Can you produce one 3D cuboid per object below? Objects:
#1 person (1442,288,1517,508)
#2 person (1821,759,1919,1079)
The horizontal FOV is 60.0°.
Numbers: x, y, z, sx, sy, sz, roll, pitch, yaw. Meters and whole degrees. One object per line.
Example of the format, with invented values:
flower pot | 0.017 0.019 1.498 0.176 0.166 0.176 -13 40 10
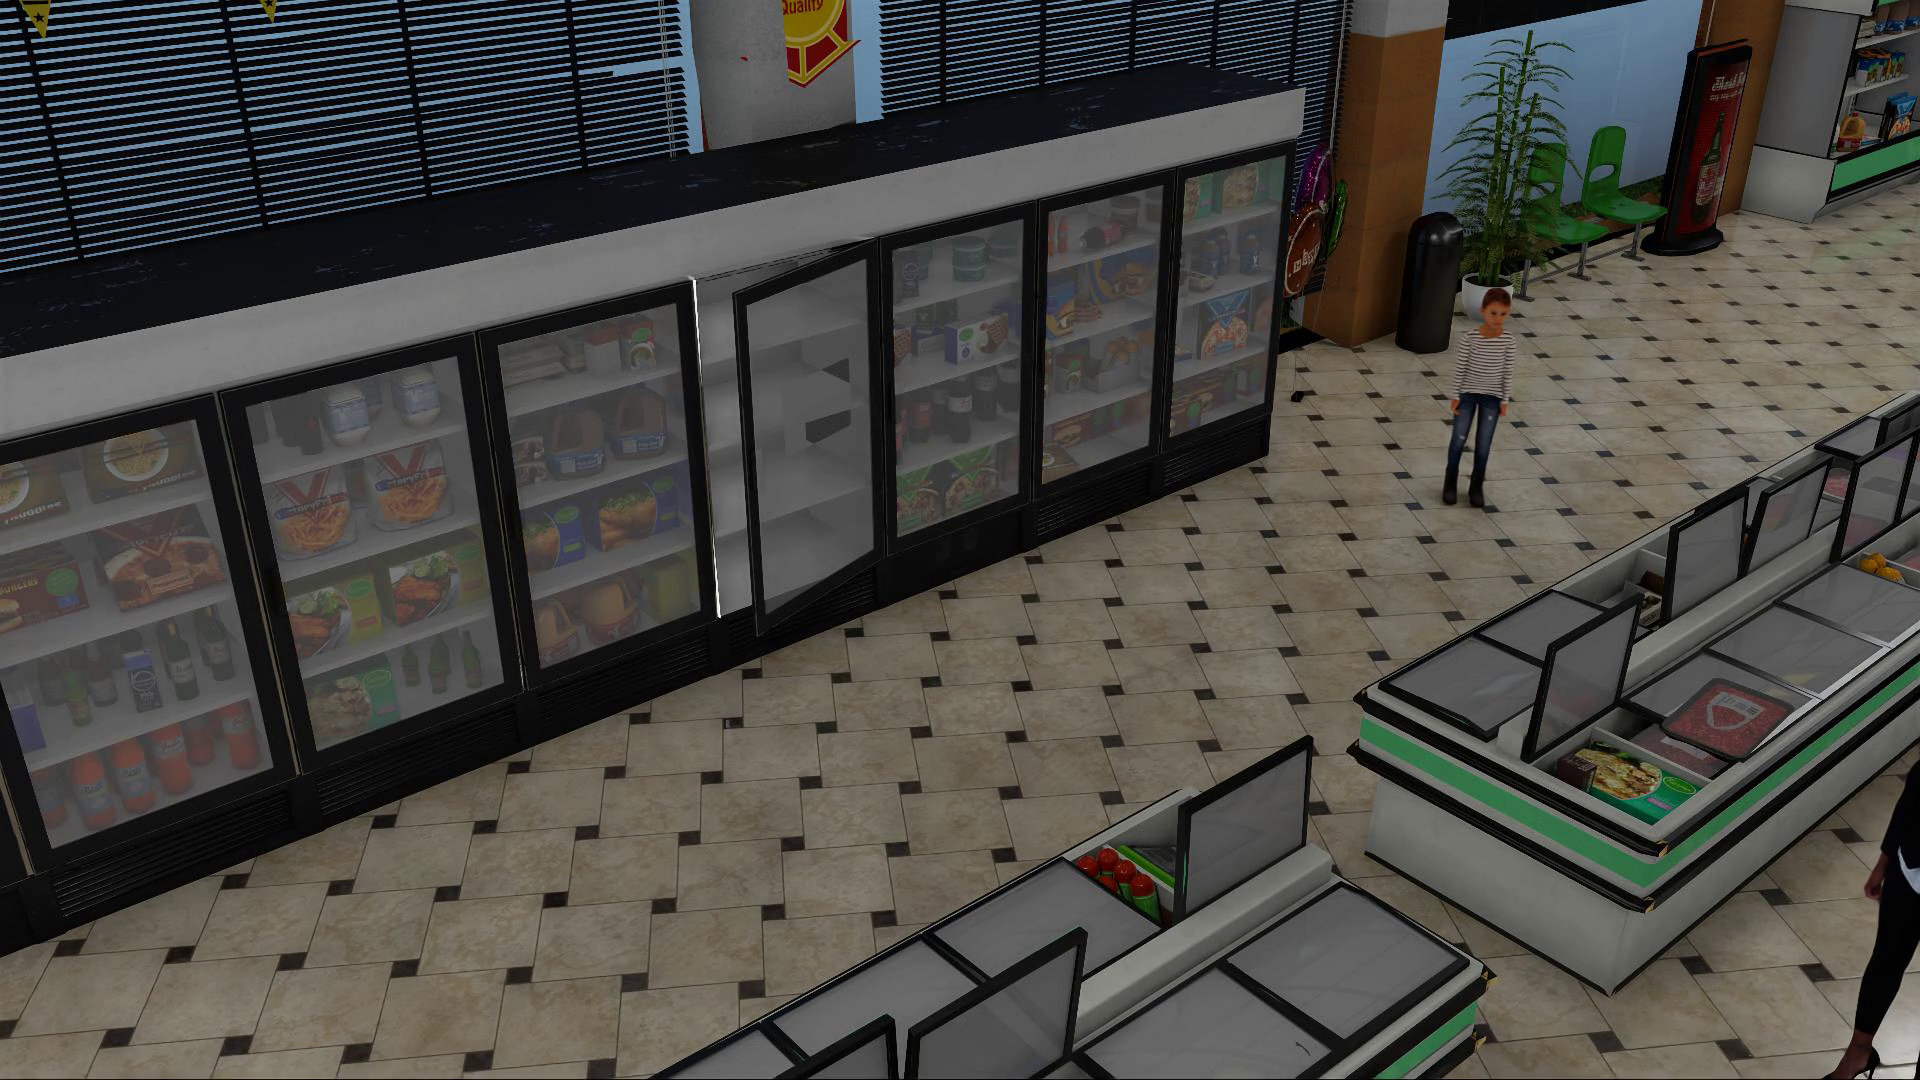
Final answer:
person | 3.018 -0.833 9.660 0.558 1.312 0.609 6 27 11
person | 3.095 1.121 5.229 0.614 1.834 0.649 -11 29 -20
